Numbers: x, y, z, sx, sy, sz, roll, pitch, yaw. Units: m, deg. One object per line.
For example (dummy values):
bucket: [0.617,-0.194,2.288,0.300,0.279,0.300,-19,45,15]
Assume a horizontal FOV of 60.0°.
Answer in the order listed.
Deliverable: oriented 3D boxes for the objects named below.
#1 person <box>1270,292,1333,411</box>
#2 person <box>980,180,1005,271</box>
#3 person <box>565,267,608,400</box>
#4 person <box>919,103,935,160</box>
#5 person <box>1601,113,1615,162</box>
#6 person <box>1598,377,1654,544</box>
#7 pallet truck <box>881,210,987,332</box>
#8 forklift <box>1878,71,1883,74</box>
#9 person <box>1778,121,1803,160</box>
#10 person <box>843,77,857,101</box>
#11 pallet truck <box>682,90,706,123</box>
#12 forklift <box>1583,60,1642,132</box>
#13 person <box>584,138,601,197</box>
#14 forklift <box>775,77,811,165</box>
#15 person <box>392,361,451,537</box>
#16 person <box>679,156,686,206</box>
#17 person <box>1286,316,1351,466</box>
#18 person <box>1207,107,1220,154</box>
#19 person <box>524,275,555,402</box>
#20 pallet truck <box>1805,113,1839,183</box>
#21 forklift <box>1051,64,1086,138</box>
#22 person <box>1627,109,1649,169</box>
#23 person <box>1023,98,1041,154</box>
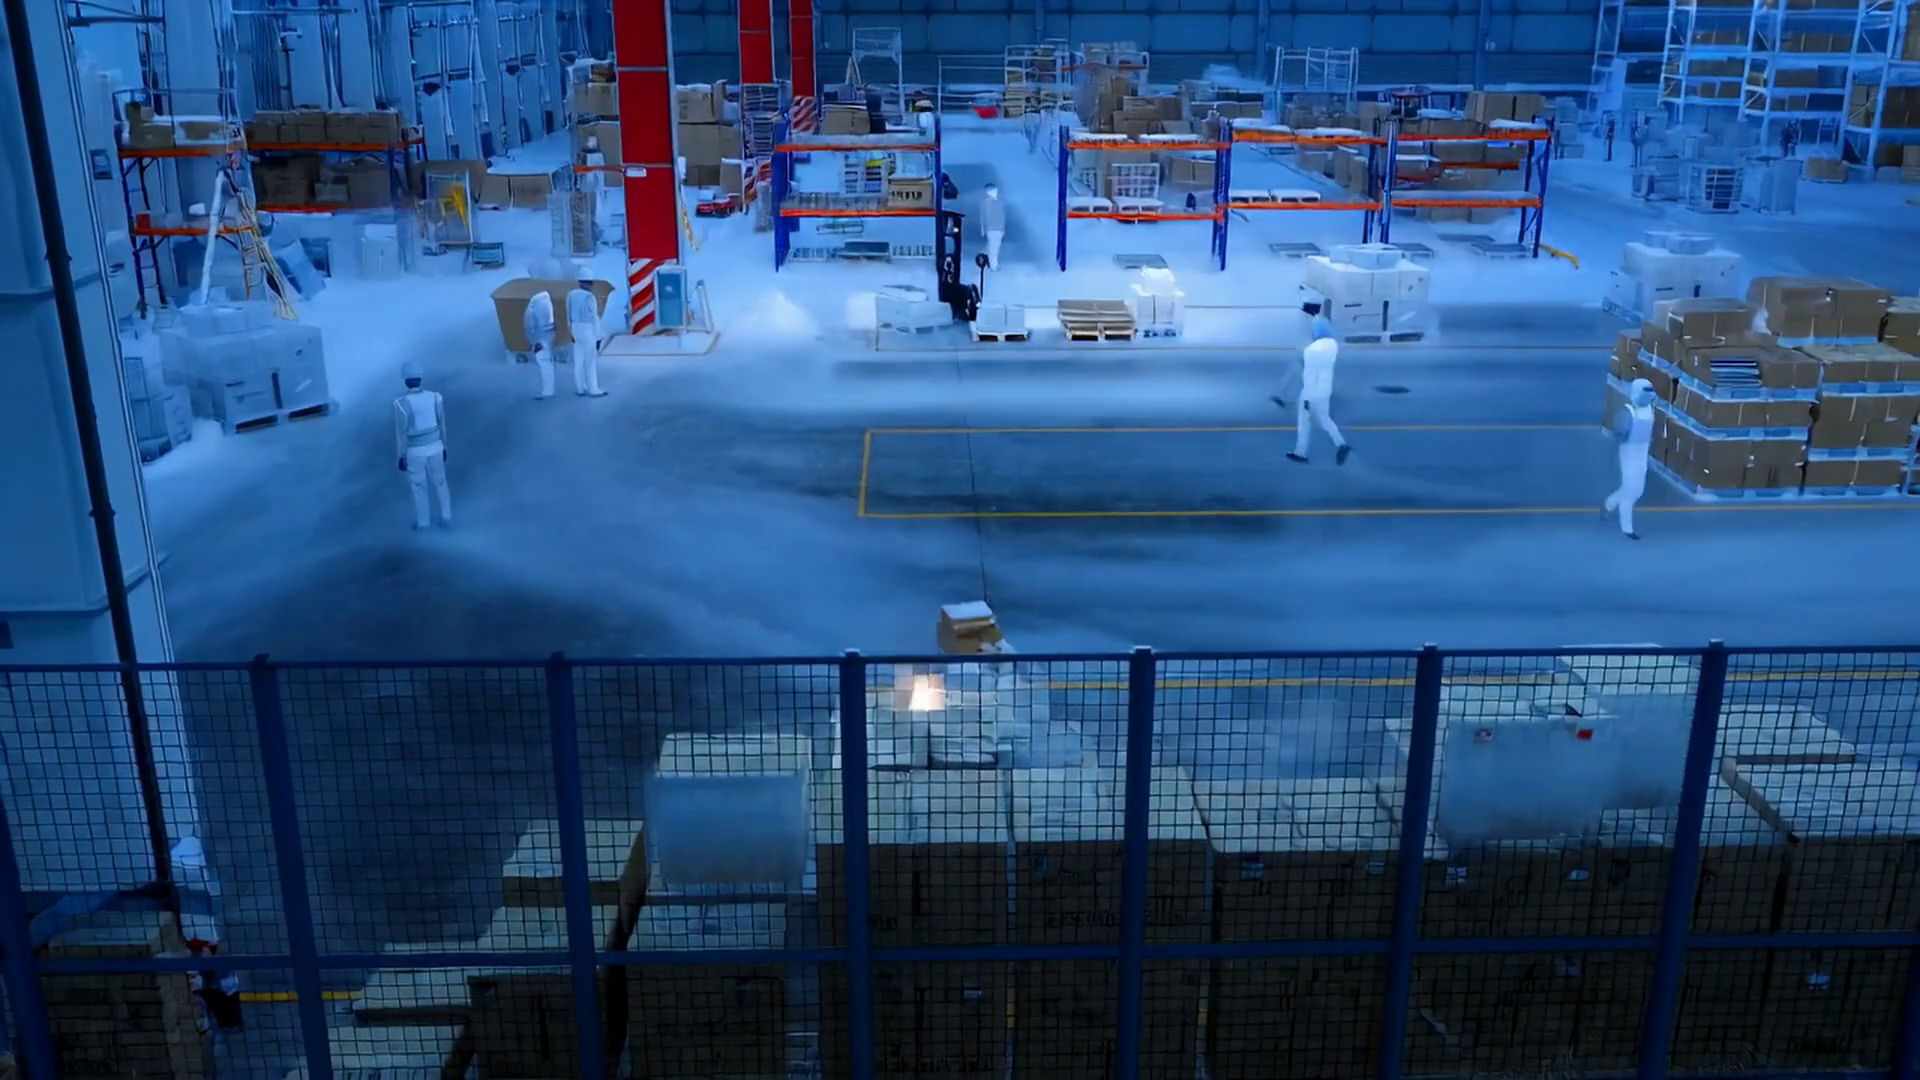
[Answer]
person: [4.884,-2.683,23.645,0.864,1.707,0.486,1,19,3]
person: [0.658,-6.556,34.847,0.590,1.894,0.590,8,20,24]
person: [-5.472,-3.015,24.293,0.587,1.922,0.383,12,22,33]
person: [-1.145,-13.875,56.547,0.555,1.909,0.887,10,21,28]
person: [21.828,-13.537,55.958,0.315,1.629,0.509,0,19,0]
person: [7.300,-0.908,18.193,0.512,1.828,0.653,-9,21,-25]
pallet truck: [-0.493,-4.759,29.349,1.885,1.965,0.823,-13,23,-34]
forklift: [32.119,-15.186,58.920,1.129,2.768,1.873,-1,19,-1]
person: [25.128,-11.747,50.367,0.686,1.811,0.599,4,19,10]
person: [-4.745,-18.823,71.199,0.635,1.916,0.740,11,22,29]
pallet truck: [-9.671,-15.907,62.421,0.823,1.965,1.885,5,19,15]
forklift: [26.095,-17.629,66.170,1.873,2.768,1.129,-1,19,-2]
person: [-10.329,-10.556,47.086,0.542,1.635,0.883,3,19,9]
forklift: [-5.920,-13.893,55.085,1.873,2.768,1.129,-1,19,-1]
person: [-5.913,-0.996,18.261,0.402,1.949,0.605,16,24,38]
person: [-7.357,-9.281,42.933,0.567,1.881,0.990,-3,19,-8]
person: [4.532,-1.854,20.865,0.634,1.919,0.829,-13,23,-34]
person: [8.913,-14.398,58.536,0.516,1.619,0.587,8,20,22]
person: [-6.099,-2.933,24.176,0.429,1.844,0.624,-2,19,-6]
pallet truck: [26.403,-11.957,50.702,0.823,1.965,1.885,6,19,16]
forklift: [4.475,-16.592,63.094,1.873,2.768,1.129,-3,19,-8]
person: [22.077,-13.038,54.055,0.386,1.909,0.590,-9,20,-24]
person: [2.538,-14.610,58.701,0.636,1.922,0.495,2,19,4]
